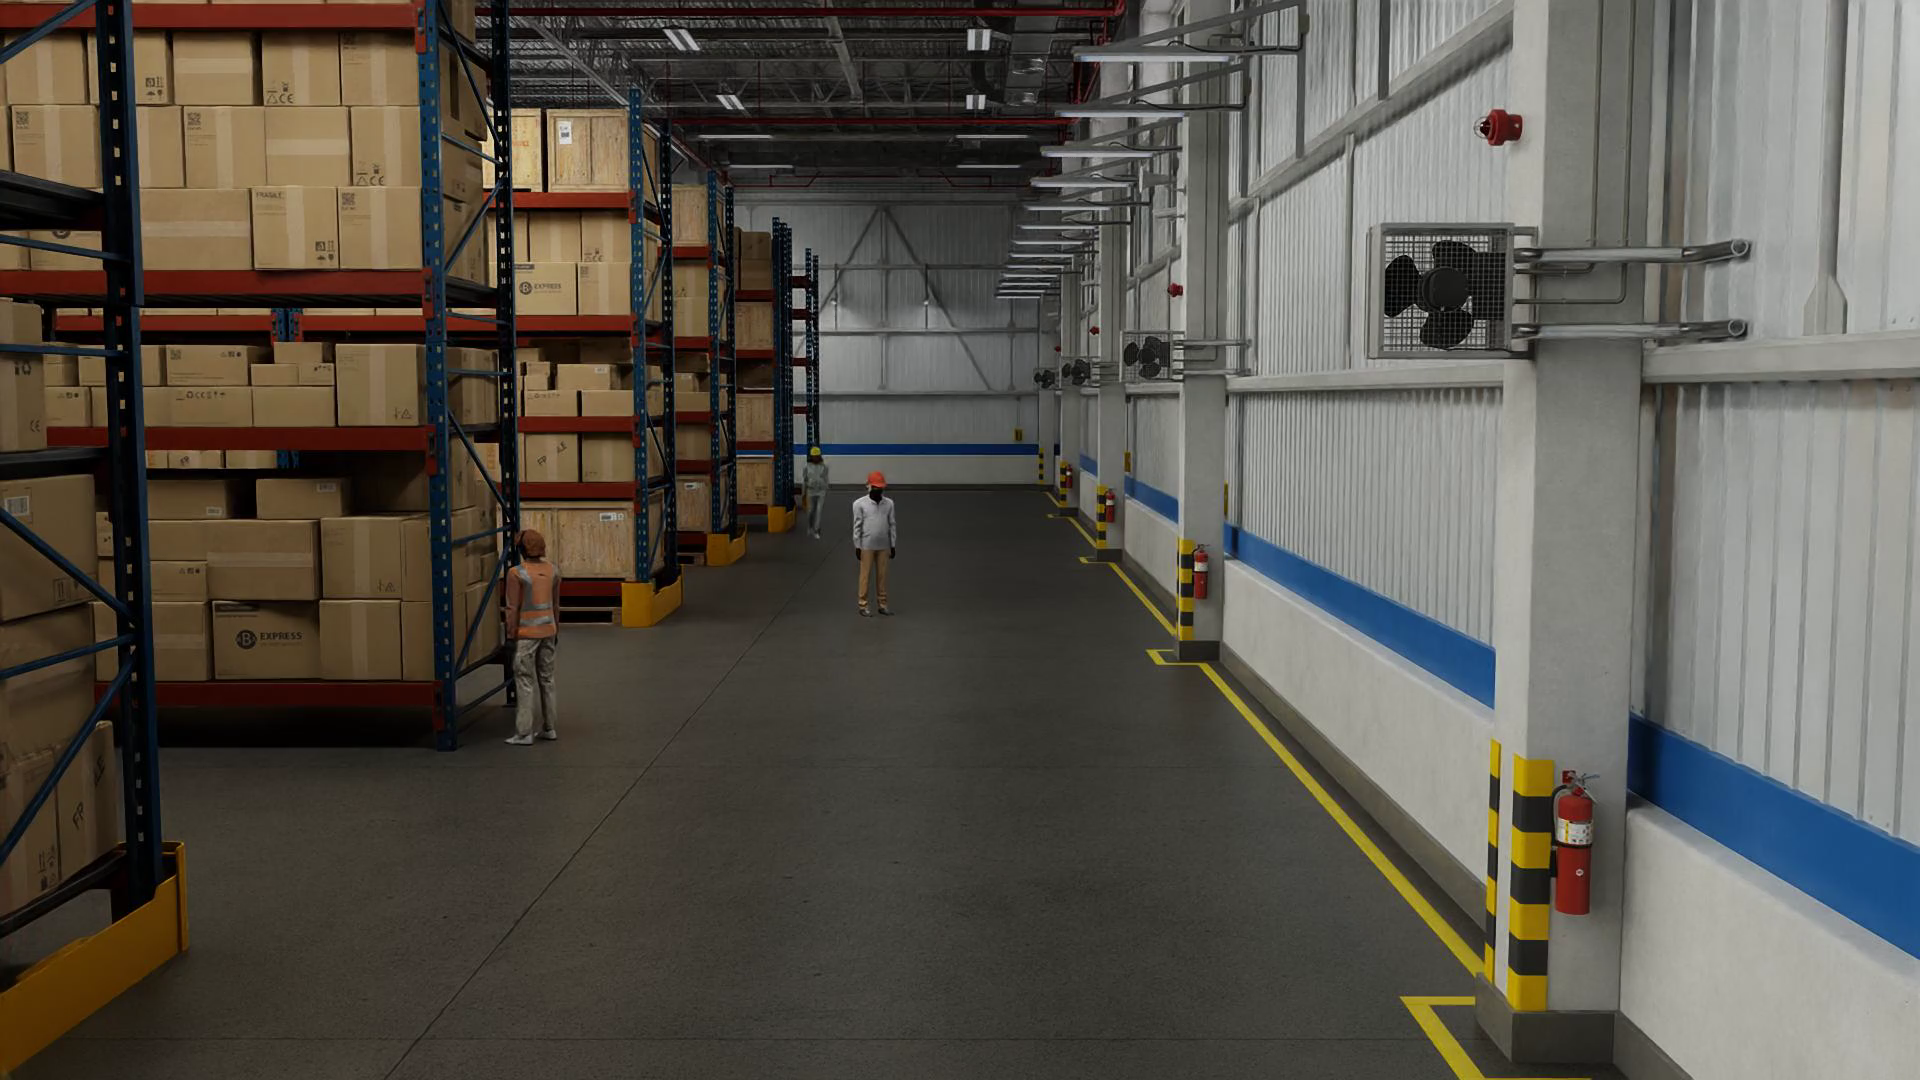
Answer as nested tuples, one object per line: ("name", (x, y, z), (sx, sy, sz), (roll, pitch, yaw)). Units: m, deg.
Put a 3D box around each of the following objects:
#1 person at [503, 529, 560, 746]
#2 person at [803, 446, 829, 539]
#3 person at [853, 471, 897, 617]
("person", (-3.224, 0.733, 12.582), (0.313, 1.632, 0.525), (3, 6, 31))
("person", (-2.660, -0.869, 30.717), (0.483, 1.724, 0.365), (0, 5, -5))
("person", (-1.005, 0.050, 19.859), (0.566, 1.744, 0.350), (-3, 6, -29))
